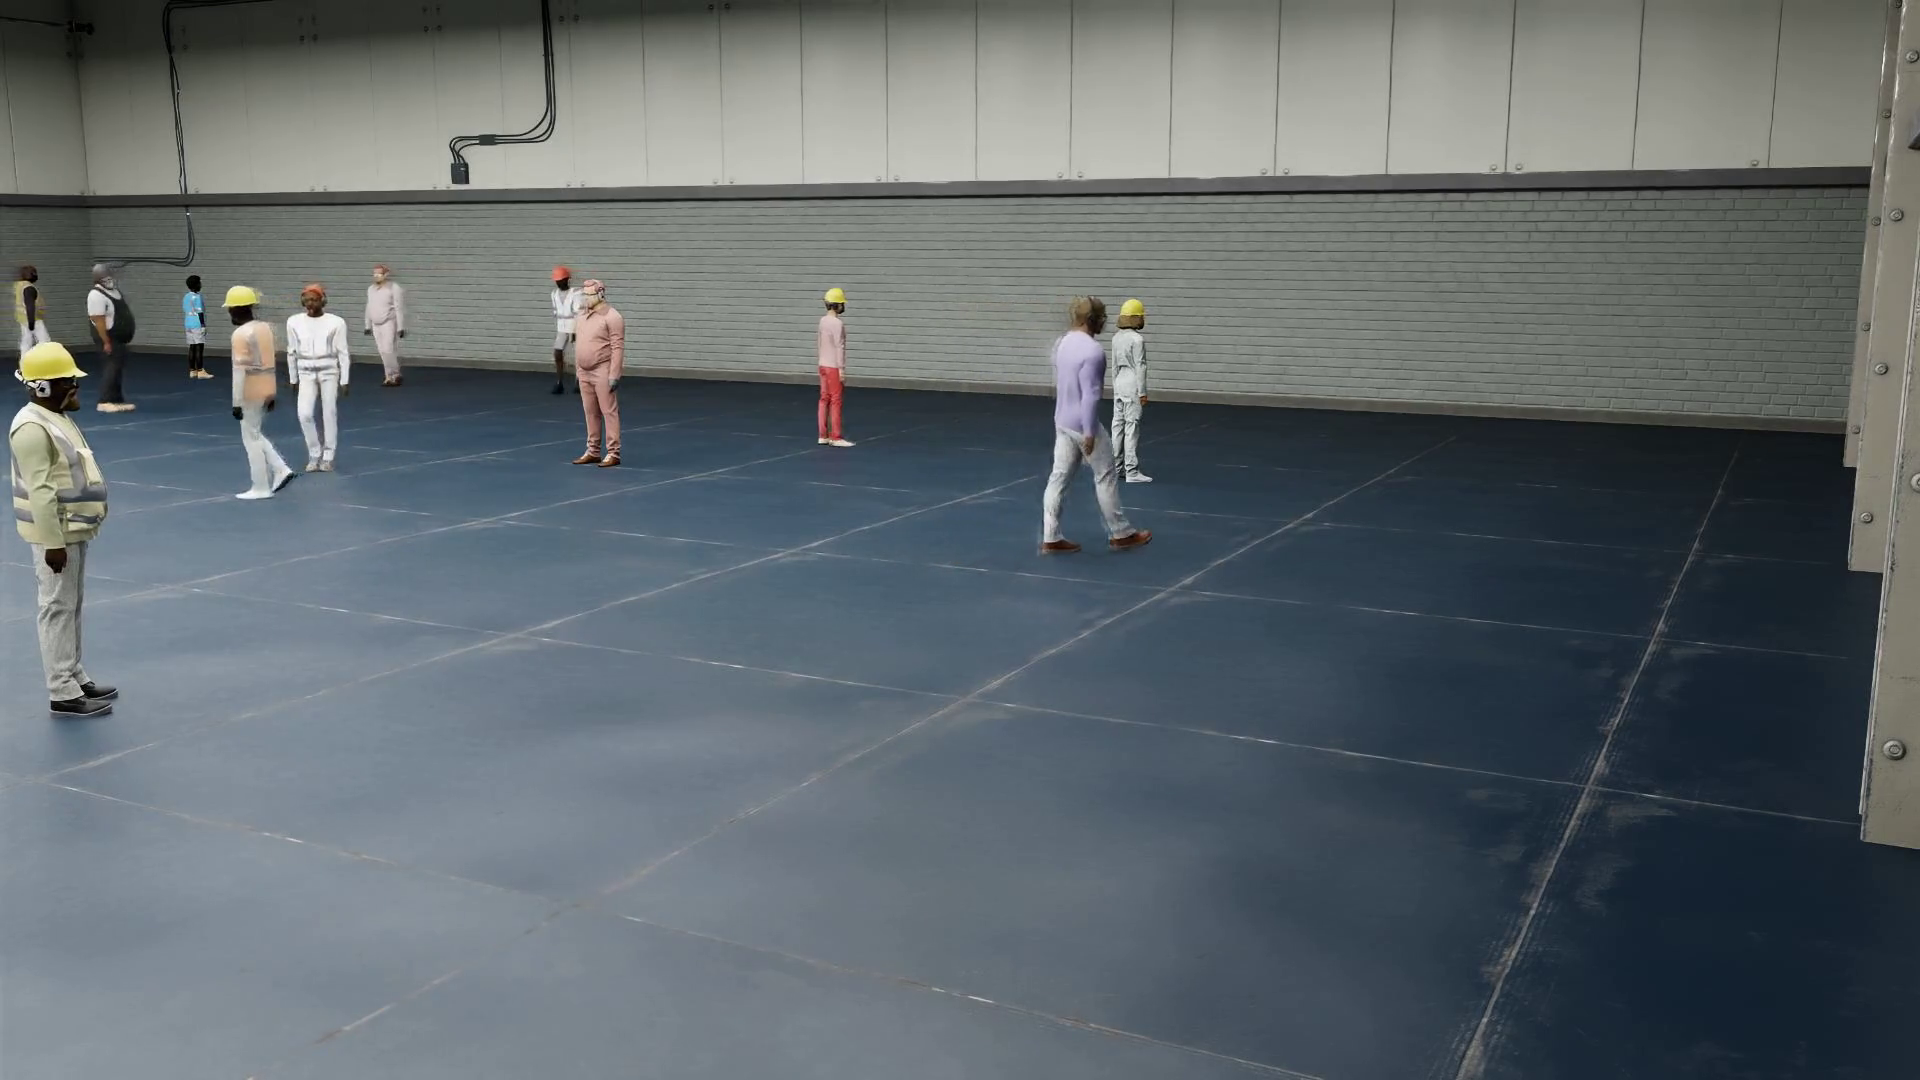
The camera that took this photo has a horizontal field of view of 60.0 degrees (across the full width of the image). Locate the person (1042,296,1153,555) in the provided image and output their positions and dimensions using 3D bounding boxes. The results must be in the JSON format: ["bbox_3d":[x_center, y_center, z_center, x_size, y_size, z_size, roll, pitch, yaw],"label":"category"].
[{"bbox_3d":[1.008,-0.836,12.274,0.942,1.897,0.653,-4,11,-21],"label":"person"}]

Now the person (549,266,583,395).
[{"bbox_3d":[-5.816,-3.085,24.575,0.551,1.893,0.809,3,11,18],"label":"person"}]

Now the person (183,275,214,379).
[{"bbox_3d":[-12.554,-3.498,27.356,0.541,1.695,0.316,9,14,40],"label":"person"}]

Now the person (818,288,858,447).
[{"bbox_3d":[-1.375,-1.916,18.592,0.459,1.761,0.537,-6,12,-28],"label":"person"}]

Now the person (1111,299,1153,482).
[{"bbox_3d":[1.636,-1.426,15.932,0.294,1.744,0.486,-6,12,-29],"label":"person"}]

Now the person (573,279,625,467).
[{"bbox_3d":[-3.712,-1.699,16.982,0.642,1.907,0.410,8,13,36],"label":"person"}]

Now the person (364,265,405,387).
[{"bbox_3d":[-8.934,-3.309,25.778,0.639,1.895,0.497,5,12,26],"label":"person"}]

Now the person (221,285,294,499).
[{"bbox_3d":[-6.306,-1.304,14.811,0.424,1.908,0.606,0,10,2],"label":"person"}]

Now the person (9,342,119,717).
[{"bbox_3d":[-4.409,-0.051,8.189,0.403,1.834,0.589,-4,11,-19],"label":"person"}]

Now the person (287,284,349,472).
[{"bbox_3d":[-6.355,-1.588,16.463,0.605,1.867,0.544,-1,10,-8],"label":"person"}]

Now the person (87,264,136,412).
[{"bbox_3d":[-11.321,-2.733,22.246,0.535,2.000,0.718,-2,11,-12],"label":"person"}]

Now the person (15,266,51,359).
[{"bbox_3d":[-15.793,-3.756,28.398,0.627,1.824,0.621,-10,14,-43],"label":"person"}]
